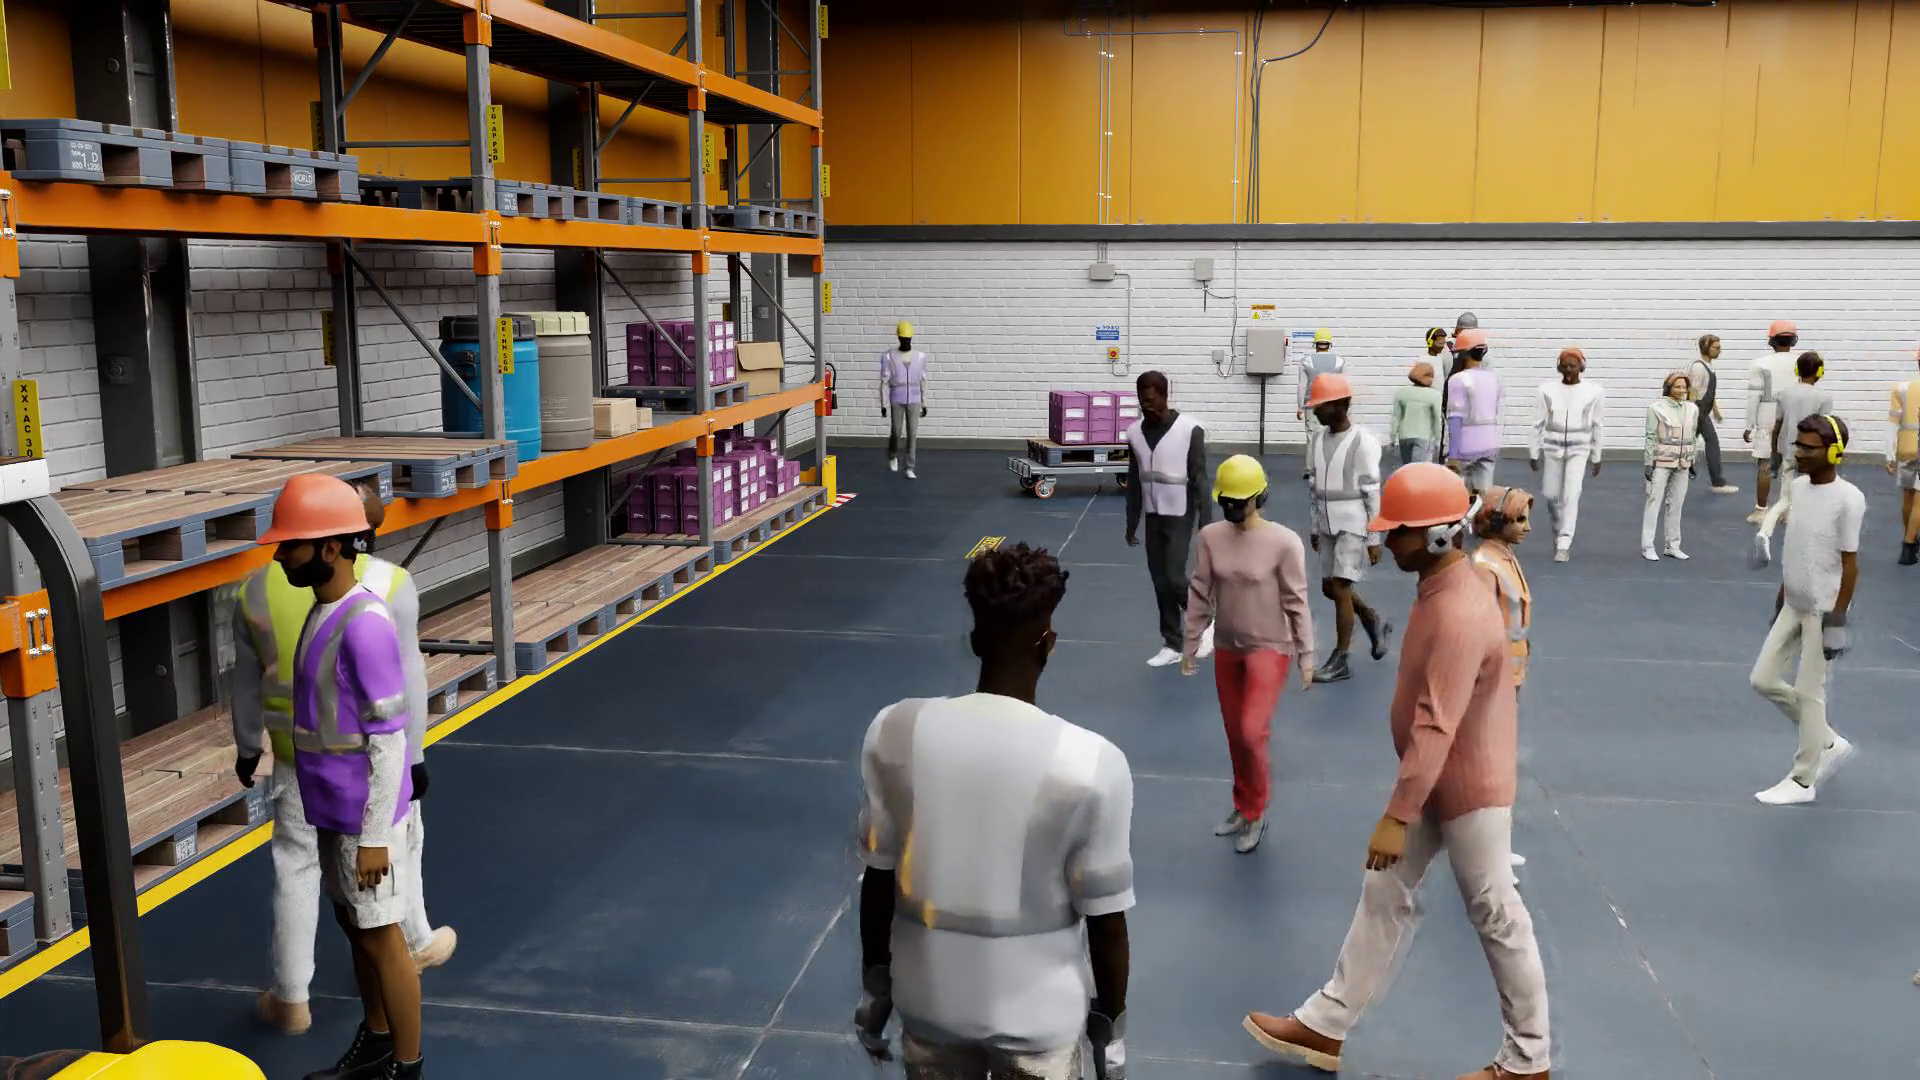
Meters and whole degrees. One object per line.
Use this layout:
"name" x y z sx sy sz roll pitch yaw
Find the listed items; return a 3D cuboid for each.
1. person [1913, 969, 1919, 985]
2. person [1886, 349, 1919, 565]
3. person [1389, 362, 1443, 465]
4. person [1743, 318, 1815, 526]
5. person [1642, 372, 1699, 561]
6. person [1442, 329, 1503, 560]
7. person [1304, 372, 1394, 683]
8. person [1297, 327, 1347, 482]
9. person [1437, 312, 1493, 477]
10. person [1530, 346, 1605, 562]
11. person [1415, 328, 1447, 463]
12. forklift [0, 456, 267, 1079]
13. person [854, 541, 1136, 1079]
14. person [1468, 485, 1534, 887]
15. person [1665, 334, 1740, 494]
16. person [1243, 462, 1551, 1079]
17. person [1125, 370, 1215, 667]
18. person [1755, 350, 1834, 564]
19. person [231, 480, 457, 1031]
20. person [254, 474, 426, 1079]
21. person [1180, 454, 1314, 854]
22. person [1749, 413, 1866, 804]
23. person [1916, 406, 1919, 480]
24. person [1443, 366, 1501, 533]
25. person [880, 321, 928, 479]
"person" 3.749 0.684 5.588 0.738 1.859 0.581 1 9 7
"person" 8.350 -0.760 14.377 0.973 1.888 0.549 -9 13 -44
"person" 4.608 -1.012 16.907 0.530 1.594 0.800 6 11 34
"person" 8.020 -1.149 16.333 0.615 2.038 0.396 1 9 8
"person" 6.153 -0.637 14.416 0.523 1.637 0.306 -3 10 -15
"person" 4.259 -0.761 14.031 0.695 2.011 0.720 -6 11 -33
"person" 2.426 -0.092 10.262 0.720 1.901 0.586 -6 11 -31
"person" 4.286 -1.597 19.736 0.586 1.835 0.403 0 9 1
"person" 5.797 -1.606 19.154 0.690 2.000 0.538 5 11 29
"person" 5.318 -0.772 14.581 0.592 1.860 0.823 5 10 26
"person" 5.340 -1.468 18.854 0.329 1.865 0.507 9 13 43
"forklift" -2.328 0.975 2.765 2.313 2.155 1.214 1 9 9
"person" 0.052 0.979 3.525 0.636 1.940 0.578 4 10 21
"person" 2.220 0.588 6.897 0.348 1.633 0.521 4 10 25
"person" 8.374 -1.442 18.909 0.963 1.806 0.529 5 11 30
"person" 1.353 0.742 4.971 0.998 1.936 0.644 1 9 6
"person" 1.324 -0.135 10.552 0.507 1.884 0.638 -8 12 -42
"person" 7.068 -0.679 14.061 0.775 1.847 0.525 -7 11 -35
"person" -2.116 0.695 5.687 0.706 1.802 0.743 0 9 1
"person" -1.791 0.768 4.828 0.375 1.935 0.550 -6 11 -34
"person" 1.242 0.485 7.186 0.587 1.732 0.547 8 12 42
"person" 3.980 0.329 7.781 0.439 1.857 0.553 -1 9 -7
"person" 7.562 -0.463 12.587 0.682 1.888 0.752 1 9 9
"person" 4.844 -0.845 15.772 0.505 1.609 0.612 2 10 15
"person" -0.680 -1.707 20.202 0.588 1.911 0.575 -3 10 -15
